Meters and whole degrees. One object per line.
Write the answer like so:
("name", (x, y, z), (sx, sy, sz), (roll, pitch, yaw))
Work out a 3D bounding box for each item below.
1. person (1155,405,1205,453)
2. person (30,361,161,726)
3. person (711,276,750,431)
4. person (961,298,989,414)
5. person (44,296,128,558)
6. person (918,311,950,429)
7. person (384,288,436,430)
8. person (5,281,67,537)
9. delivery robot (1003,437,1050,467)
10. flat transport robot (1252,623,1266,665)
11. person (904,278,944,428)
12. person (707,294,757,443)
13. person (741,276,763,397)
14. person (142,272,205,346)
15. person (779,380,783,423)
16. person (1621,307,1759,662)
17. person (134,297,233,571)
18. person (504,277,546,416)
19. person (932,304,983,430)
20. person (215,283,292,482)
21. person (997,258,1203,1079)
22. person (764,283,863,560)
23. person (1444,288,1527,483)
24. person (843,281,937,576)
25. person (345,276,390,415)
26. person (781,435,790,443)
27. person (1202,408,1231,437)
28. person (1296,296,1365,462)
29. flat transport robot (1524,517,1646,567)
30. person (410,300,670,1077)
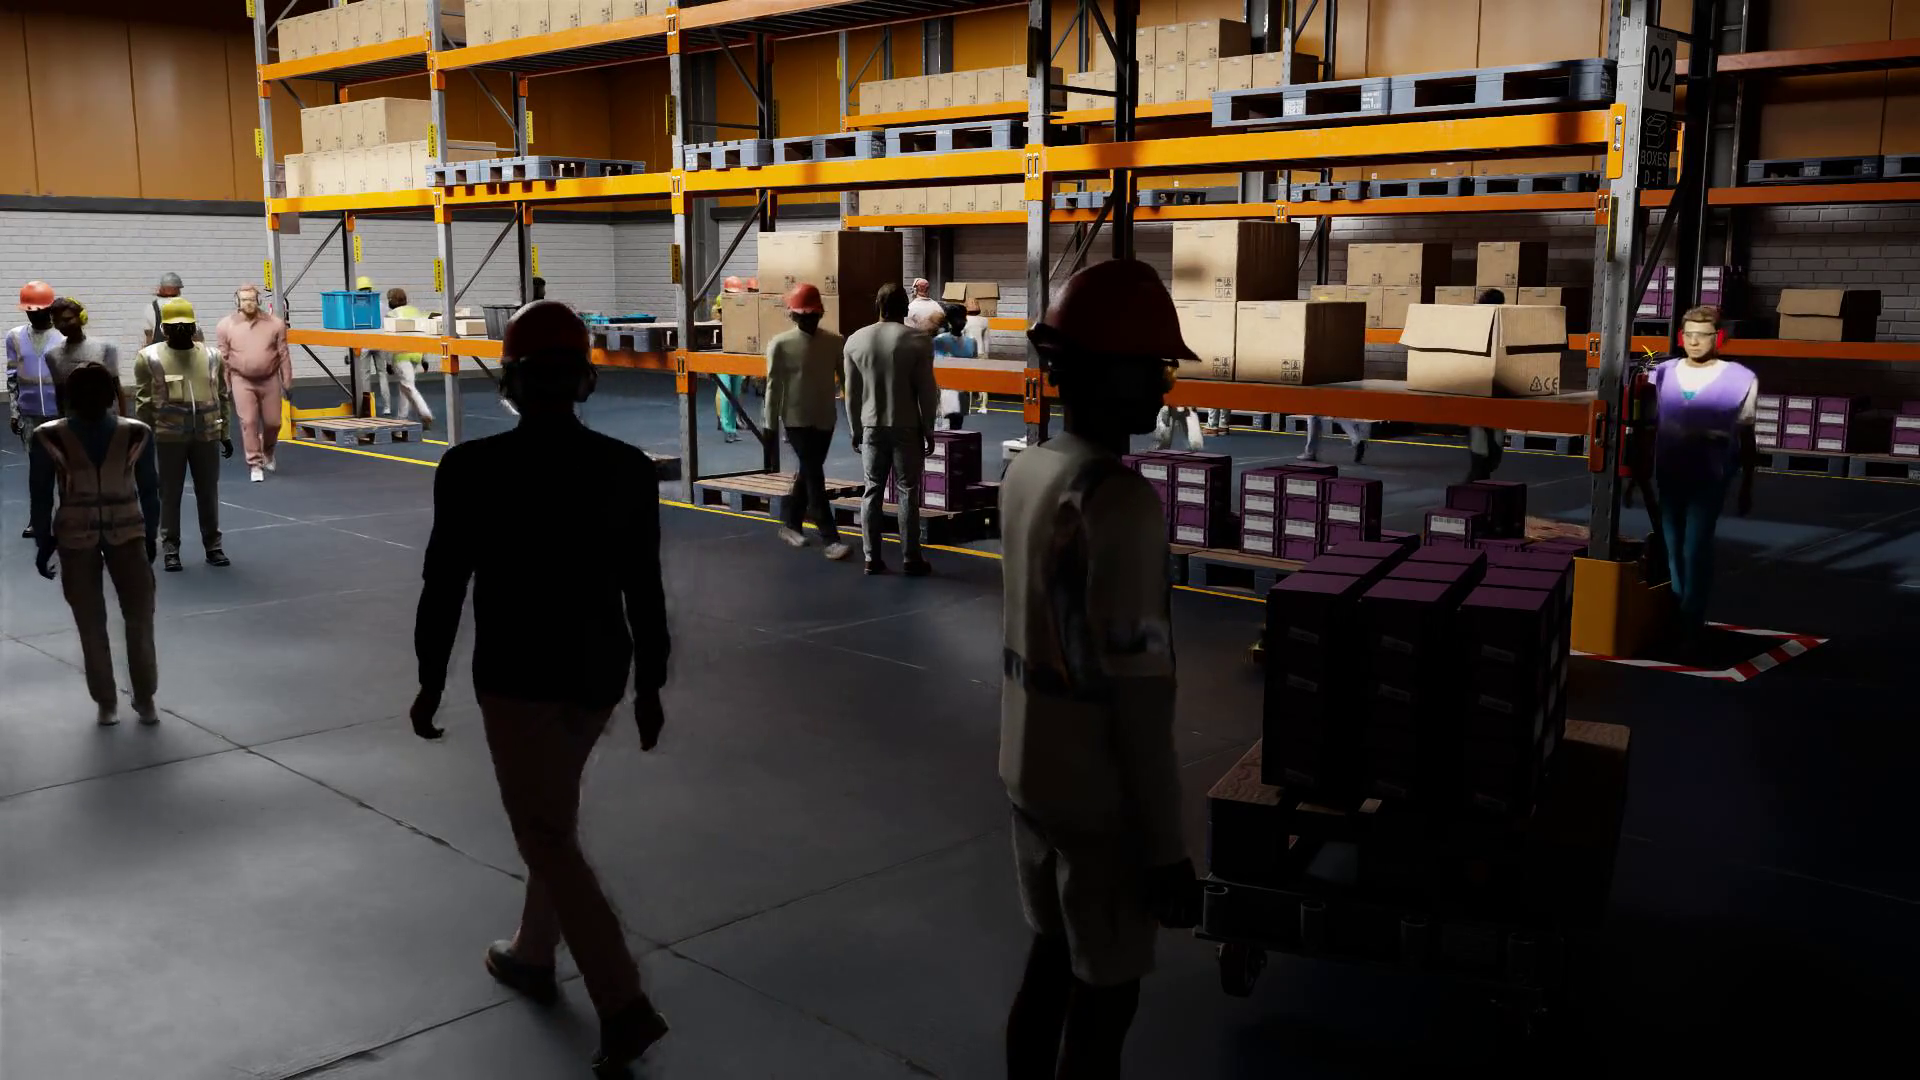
("person", (1.933, -1.100, 14.249), (0.548, 1.603, 0.774), (-7, 11, -35))
("person", (-3.766, 0.034, 7.287), (0.520, 1.623, 0.502), (-5, 11, -30))
("person", (-2.843, -2.323, 20.793), (0.542, 1.931, 0.375), (-9, 13, -43))
("person", (0.181, -2.566, 23.226), (0.495, 1.625, 0.285), (-4, 10, -24))
("person", (-6.160, -0.817, 11.848), (0.558, 1.835, 0.689), (-3, 10, -16))
("person", (-0.307, -1.652, 17.720), (0.512, 1.587, 0.873), (-6, 11, -32))
("person", (-6.966, -2.282, 20.991), (0.916, 1.799, 0.639), (4, 10, 25))
("person", (-6.889, -0.979, 12.560), (0.543, 1.927, 0.375), (-3, 10, -15))
("delivery robot", (0.713, -0.794, 15.338), (0.477, 0.478, 0.707), (-7, 11, -35))
("flat transport robot", (2.251, 0.525, 8.405), (1.431, 0.197, 0.652), (3, 10, 21))
("person", (-0.499, -2.280, 20.601), (0.409, 1.907, 0.651), (9, 13, 43))
("person", (-2.659, -1.997, 19.376), (0.547, 1.734, 0.627), (-6, 11, -31))
("person", (-3.328, -3.250, 26.550), (0.548, 1.915, 0.831), (-7, 12, -38))
("person", (-9.650, -2.323, 20.452), (0.686, 2.000, 1.030), (3, 10, 18))
("person", (-2.296, -2.387, 21.923), (0.321, 1.689, 0.530), (7, 12, 37))
("person", (3.767, -0.292, 8.657), (0.736, 1.817, 0.572), (-8, 12, -41))
("person", (-5.214, -0.713, 11.216), (0.600, 1.831, 0.404), (-8, 12, -39))
("person", (-5.841, -2.637, 22.715), (0.909, 1.938, 0.609), (1, 9, 8))
("person", (0.029, -1.464, 16.271), (0.553, 1.671, 0.683), (-7, 12, -38))
("person", (-6.770, -1.513, 15.962), (0.656, 1.884, 0.648), (-5, 10, -28))
("person", (0.277, 0.475, 3.298), (0.388, 2.041, 0.610), (-3, 10, -17))
("person", (-1.053, -0.845, 11.779), (0.633, 1.927, 1.069), (-7, 11, -36))
("person", (4.039, -1.005, 12.864), (0.616, 1.884, 0.880), (-1, 9, -8))
("person", (-0.448, -0.724, 10.967), (0.631, 1.939, 0.369), (3, 10, 15))
("person", (-8.116, -2.657, 22.858), (0.593, 1.927, 0.373), (-7, 11, -35))
("person", (-1.773, -1.935, 19.067), (0.596, 1.711, 0.363), (7, 12, 36))
("person", (3.088, -2.214, 20.099), (0.371, 1.940, 0.627), (9, 13, 43))
("person", (3.871, -1.659, 17.301), (0.531, 1.740, 0.736), (-6, 11, -31))
("flat transport robot", (4.026, 0.006, 11.585), (0.652, 0.197, 1.431), (-4, 10, -23))
("person", (-1.023, 0.359, 4.309), (0.615, 1.954, 0.999), (-8, 13, -42))
